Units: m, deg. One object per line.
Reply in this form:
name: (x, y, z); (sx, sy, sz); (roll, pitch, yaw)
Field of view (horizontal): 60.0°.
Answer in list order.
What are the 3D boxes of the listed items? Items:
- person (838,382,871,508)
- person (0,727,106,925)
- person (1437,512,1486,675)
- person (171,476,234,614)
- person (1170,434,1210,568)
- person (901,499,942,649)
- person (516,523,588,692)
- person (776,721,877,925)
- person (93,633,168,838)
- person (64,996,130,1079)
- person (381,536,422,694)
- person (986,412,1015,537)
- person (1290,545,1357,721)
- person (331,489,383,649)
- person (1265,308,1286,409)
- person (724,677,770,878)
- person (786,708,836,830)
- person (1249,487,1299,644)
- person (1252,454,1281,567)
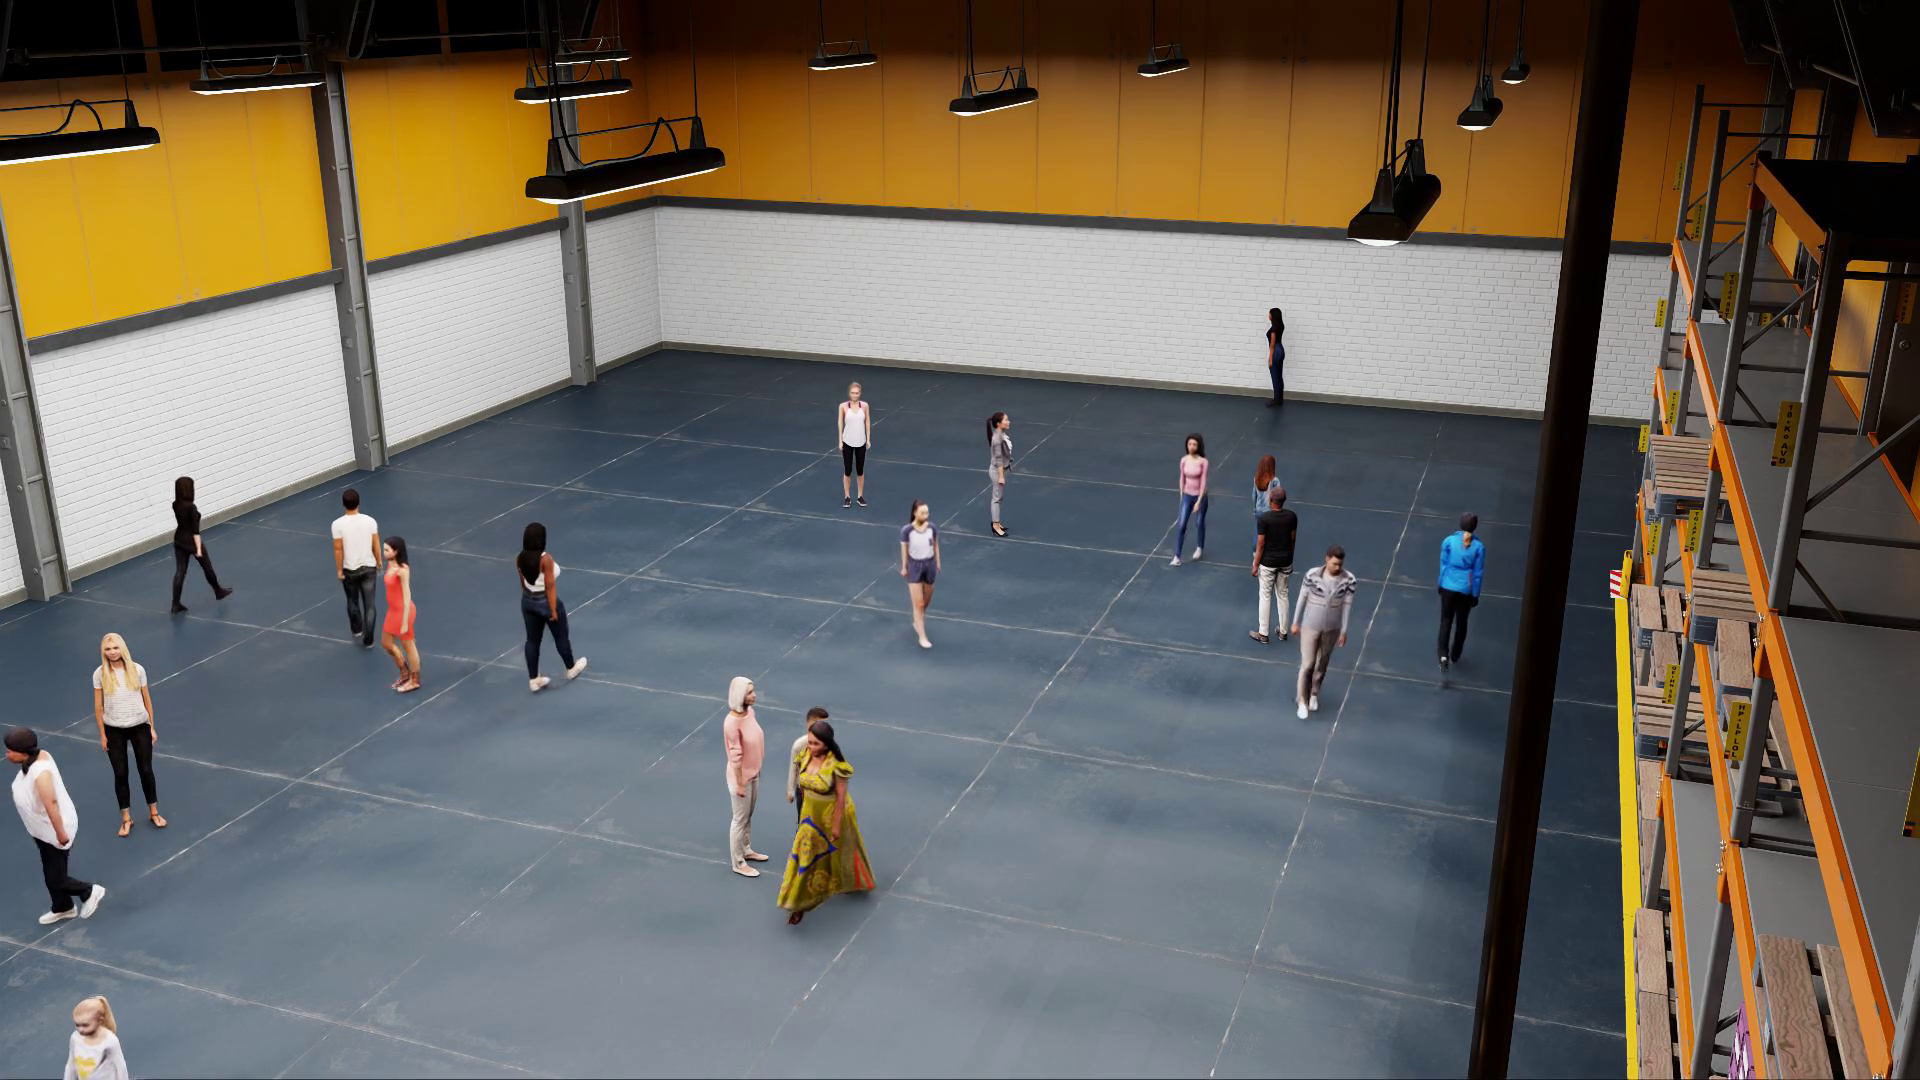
person: (-1.497, -1.361, 23.484); (0.682, 1.788, 0.690); (-4, 19, -11)
person: (-7.075, 2.220, 13.037); (0.917, 1.671, 0.858); (-10, 21, -28)
person: (5.285, 0.593, 17.721); (0.632, 1.765, 1.102); (8, 20, 21)
person: (-9.099, 0.086, 19.475); (0.589, 1.605, 1.048); (7, 20, 21)
person: (3.024, -0.520, 21.126); (0.687, 1.700, 1.135); (10, 21, 28)
person: (-0.467, 0.339, 18.693); (0.930, 1.626, 0.977); (-10, 21, -27)
person: (-4.410, 0.727, 17.290); (0.713, 1.786, 0.953); (9, 21, 26)
person: (-1.017, 2.187, 13.241); (0.811, 1.603, 1.360); (9, 20, 24)
person: (-7.238, 1.661, 14.453); (0.654, 1.827, 0.736); (-11, 22, -30)
person: (-5.268, 3.366, 10.279); (0.514, 1.259, 0.758); (5, 19, 15)
person: (-5.736, 0.758, 17.311); (0.717, 1.713, 0.706); (-16, 25, -40)
person: (0.517, -0.895, 22.274); (0.749, 1.679, 0.631); (1, 19, 2)
person: (3.646, 0.848, 16.868); (0.908, 1.825, 0.984); (2, 19, 4)
person: (-6.655, 0.346, 18.435); (1.017, 1.776, 1.072); (-9, 20, -24)
person: (5.526, -3.186, 28.998); (0.658, 1.729, 0.558); (12, 22, 32)
person: (-1.797, 1.933, 13.804); (0.690, 1.725, 0.503); (4, 19, 11)
person: (-1.231, 2.051, 13.899); (0.923, 1.440, 0.990); (-6, 20, -18)
person: (3.526, 0.271, 18.613); (0.764, 1.805, 0.801); (-6, 20, -17)
person: (3.865, -0.363, 21.009); (0.628, 1.477, 0.624); (17, 25, 40)
